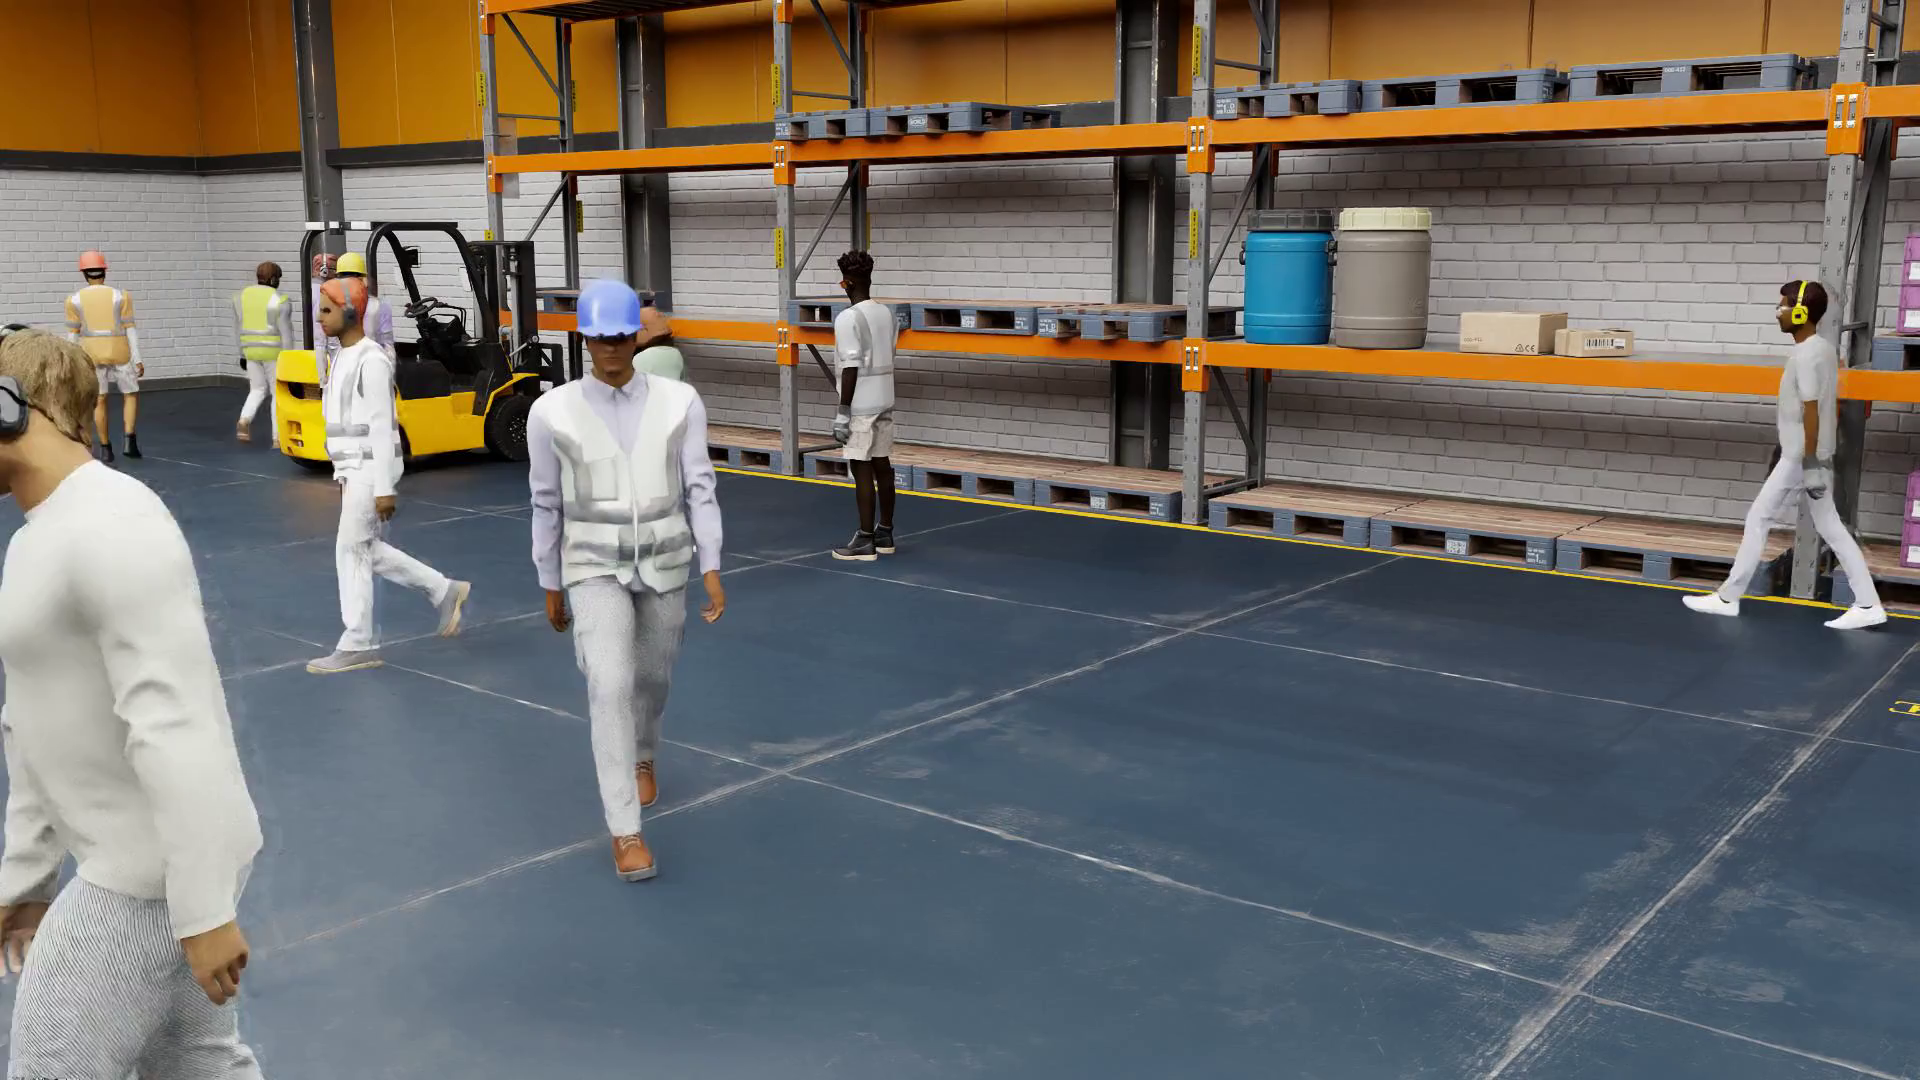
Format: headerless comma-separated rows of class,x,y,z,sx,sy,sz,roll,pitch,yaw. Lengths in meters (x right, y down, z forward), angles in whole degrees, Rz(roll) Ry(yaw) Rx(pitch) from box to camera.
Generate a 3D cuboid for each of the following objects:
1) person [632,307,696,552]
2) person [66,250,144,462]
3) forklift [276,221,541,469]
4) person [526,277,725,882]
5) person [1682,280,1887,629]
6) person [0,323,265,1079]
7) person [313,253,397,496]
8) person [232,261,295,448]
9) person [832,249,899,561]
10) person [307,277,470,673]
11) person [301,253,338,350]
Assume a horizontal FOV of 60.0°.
person,-1.949,-0.697,10.734,0.835,1.583,0.528,6,12,30
person,-7.762,-1.659,15.126,0.606,1.925,0.415,-3,11,-19
forklift,-4.922,-1.741,14.854,1.214,2.155,2.313,8,13,38
person,-1.124,0.076,5.576,0.599,1.912,0.971,-4,11,-23
person,4.424,-0.441,8.719,0.995,1.830,0.508,9,14,42
person,-1.454,0.590,2.807,0.676,1.884,0.714,-5,12,-28
person,-4.702,-1.268,12.978,0.594,1.922,0.384,-2,11,-14
person,-6.708,-1.767,16.038,0.637,1.820,0.568,2,10,11
person,-0.610,-0.849,10.552,0.374,1.962,0.608,5,12,28
person,-2.755,-0.316,7.909,0.733,1.864,0.570,-6,12,-31
person,-5.913,-1.724,15.583,0.403,1.900,0.636,-6,12,-31
